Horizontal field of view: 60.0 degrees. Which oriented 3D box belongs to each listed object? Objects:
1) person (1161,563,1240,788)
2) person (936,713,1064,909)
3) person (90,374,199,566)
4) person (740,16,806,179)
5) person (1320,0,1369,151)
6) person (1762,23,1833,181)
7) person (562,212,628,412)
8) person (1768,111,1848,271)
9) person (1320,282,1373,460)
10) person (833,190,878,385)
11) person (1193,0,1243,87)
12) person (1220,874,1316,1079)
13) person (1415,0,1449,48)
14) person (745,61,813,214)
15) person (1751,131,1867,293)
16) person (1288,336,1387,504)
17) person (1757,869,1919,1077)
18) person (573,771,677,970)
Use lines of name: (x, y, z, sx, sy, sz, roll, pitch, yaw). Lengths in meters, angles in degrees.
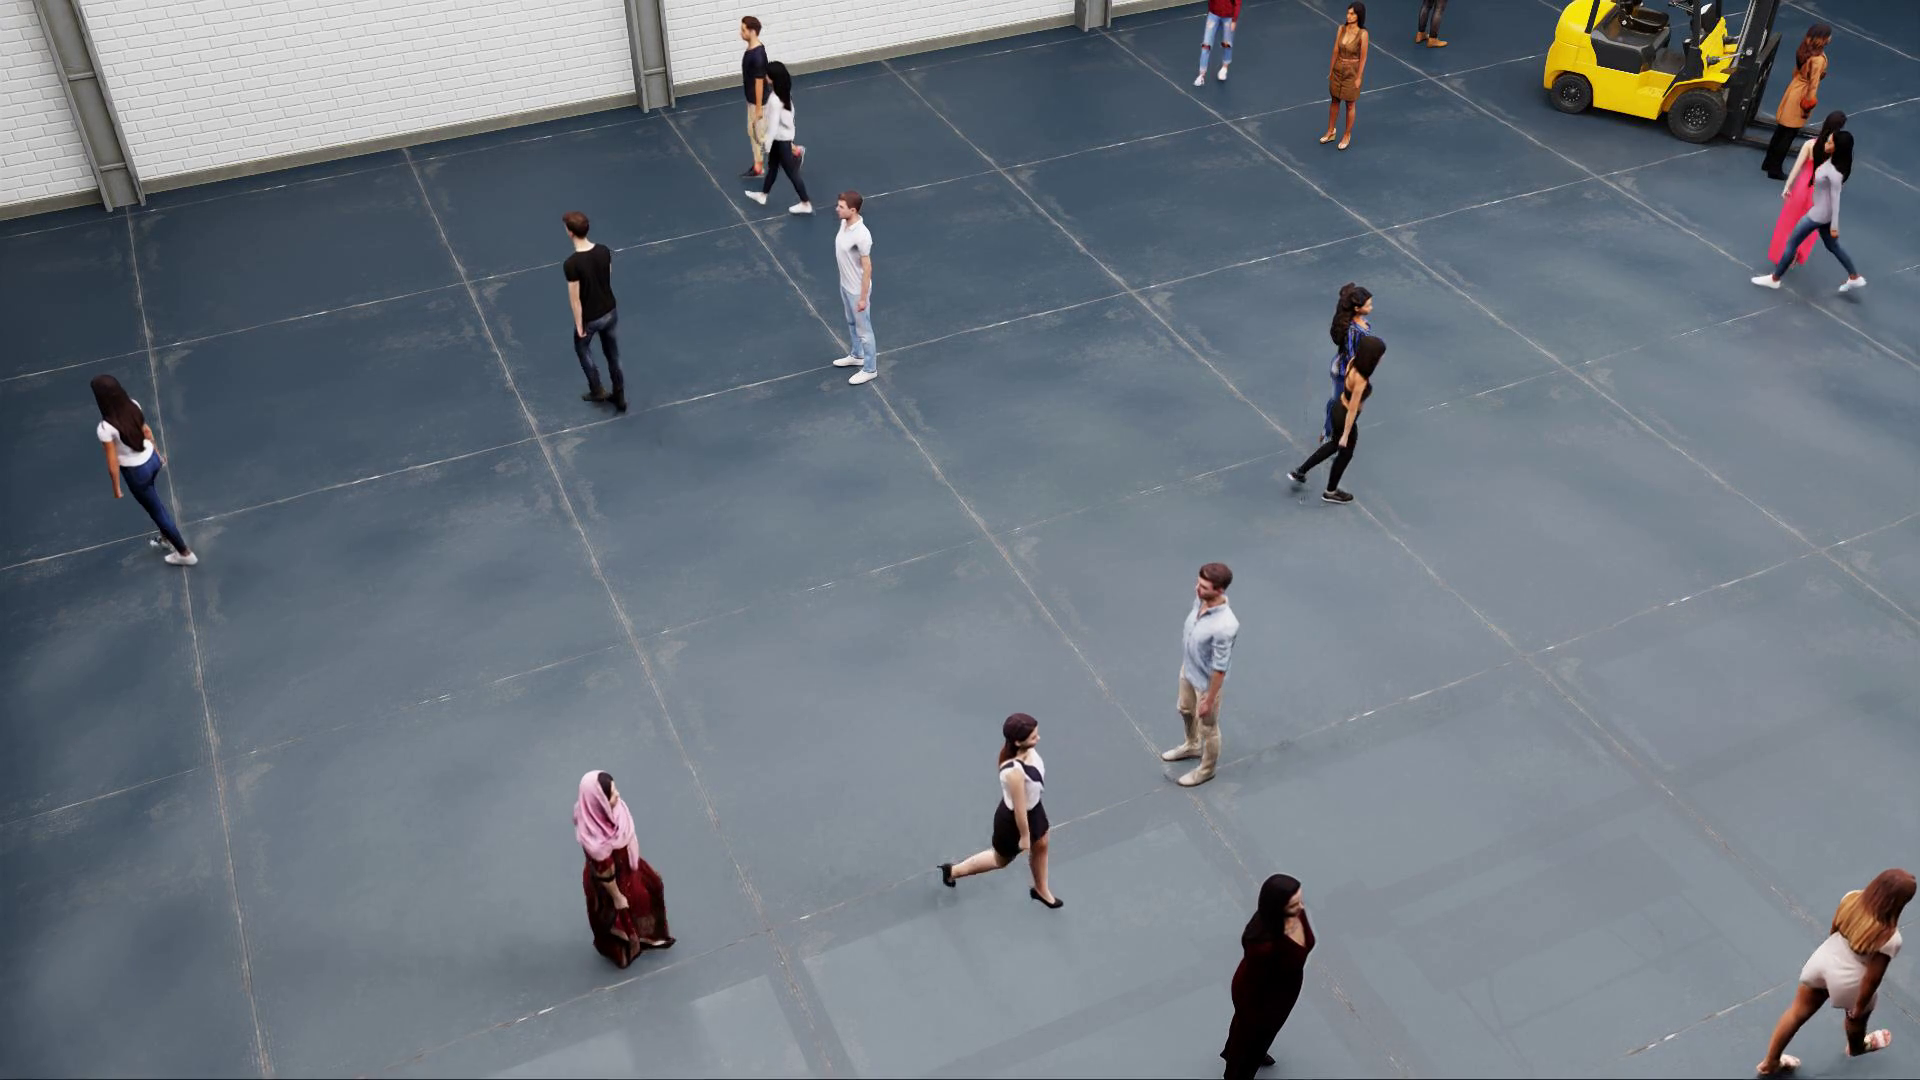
person: (1.653, 0.878, 10.964, 0.591, 1.851, 0.684, -10, 40, -13)
person: (0.271, 1.692, 10.127, 1.106, 1.623, 0.931, 5, 39, 6)
person: (-6.200, -0.511, 12.776, 0.843, 1.761, 0.784, 6, 39, 8)
person: (-2.088, -4.766, 18.044, 1.006, 1.835, 0.743, -9, 40, -11)
person: (4.366, -5.243, 18.758, 0.612, 1.689, 0.632, -31, 48, -33)
person: (9.171, -4.805, 18.185, 0.766, 1.720, 0.784, 1, 39, 2)
person: (-3.102, -1.929, 14.457, 0.718, 1.878, 0.815, -30, 48, -32)
person: (8.395, -3.369, 16.389, 0.848, 1.718, 0.914, 13, 40, 15)
person: (3.251, -1.434, 14.048, 0.739, 1.614, 0.692, 10, 40, 13)
person: (-0.935, -2.286, 14.926, 0.516, 1.851, 0.645, -16, 41, -19)
person: (3.230, -6.370, 20.237, 0.945, 1.604, 1.029, 14, 41, 17)
person: (1.666, 2.428, 9.098, 0.824, 1.758, 0.735, 19, 42, 22)
person: (6.083, -7.144, 21.111, 0.553, 1.722, 0.655, -19, 43, -23)
person: (-1.788, -4.191, 17.459, 1.089, 1.667, 0.935, 4, 39, 5)
person: (8.442, -3.091, 16.072, 1.198, 1.679, 1.232, 18, 42, 22)
person: (3.061, -0.980, 13.475, 0.906, 1.621, 0.773, -1, 39, -1)
person: (4.792, 2.426, 9.173, 1.046, 1.667, 0.674, -11, 40, -14)
person: (-2.128, 1.947, 9.807, 0.859, 1.623, 0.797, 3, 39, 3)
